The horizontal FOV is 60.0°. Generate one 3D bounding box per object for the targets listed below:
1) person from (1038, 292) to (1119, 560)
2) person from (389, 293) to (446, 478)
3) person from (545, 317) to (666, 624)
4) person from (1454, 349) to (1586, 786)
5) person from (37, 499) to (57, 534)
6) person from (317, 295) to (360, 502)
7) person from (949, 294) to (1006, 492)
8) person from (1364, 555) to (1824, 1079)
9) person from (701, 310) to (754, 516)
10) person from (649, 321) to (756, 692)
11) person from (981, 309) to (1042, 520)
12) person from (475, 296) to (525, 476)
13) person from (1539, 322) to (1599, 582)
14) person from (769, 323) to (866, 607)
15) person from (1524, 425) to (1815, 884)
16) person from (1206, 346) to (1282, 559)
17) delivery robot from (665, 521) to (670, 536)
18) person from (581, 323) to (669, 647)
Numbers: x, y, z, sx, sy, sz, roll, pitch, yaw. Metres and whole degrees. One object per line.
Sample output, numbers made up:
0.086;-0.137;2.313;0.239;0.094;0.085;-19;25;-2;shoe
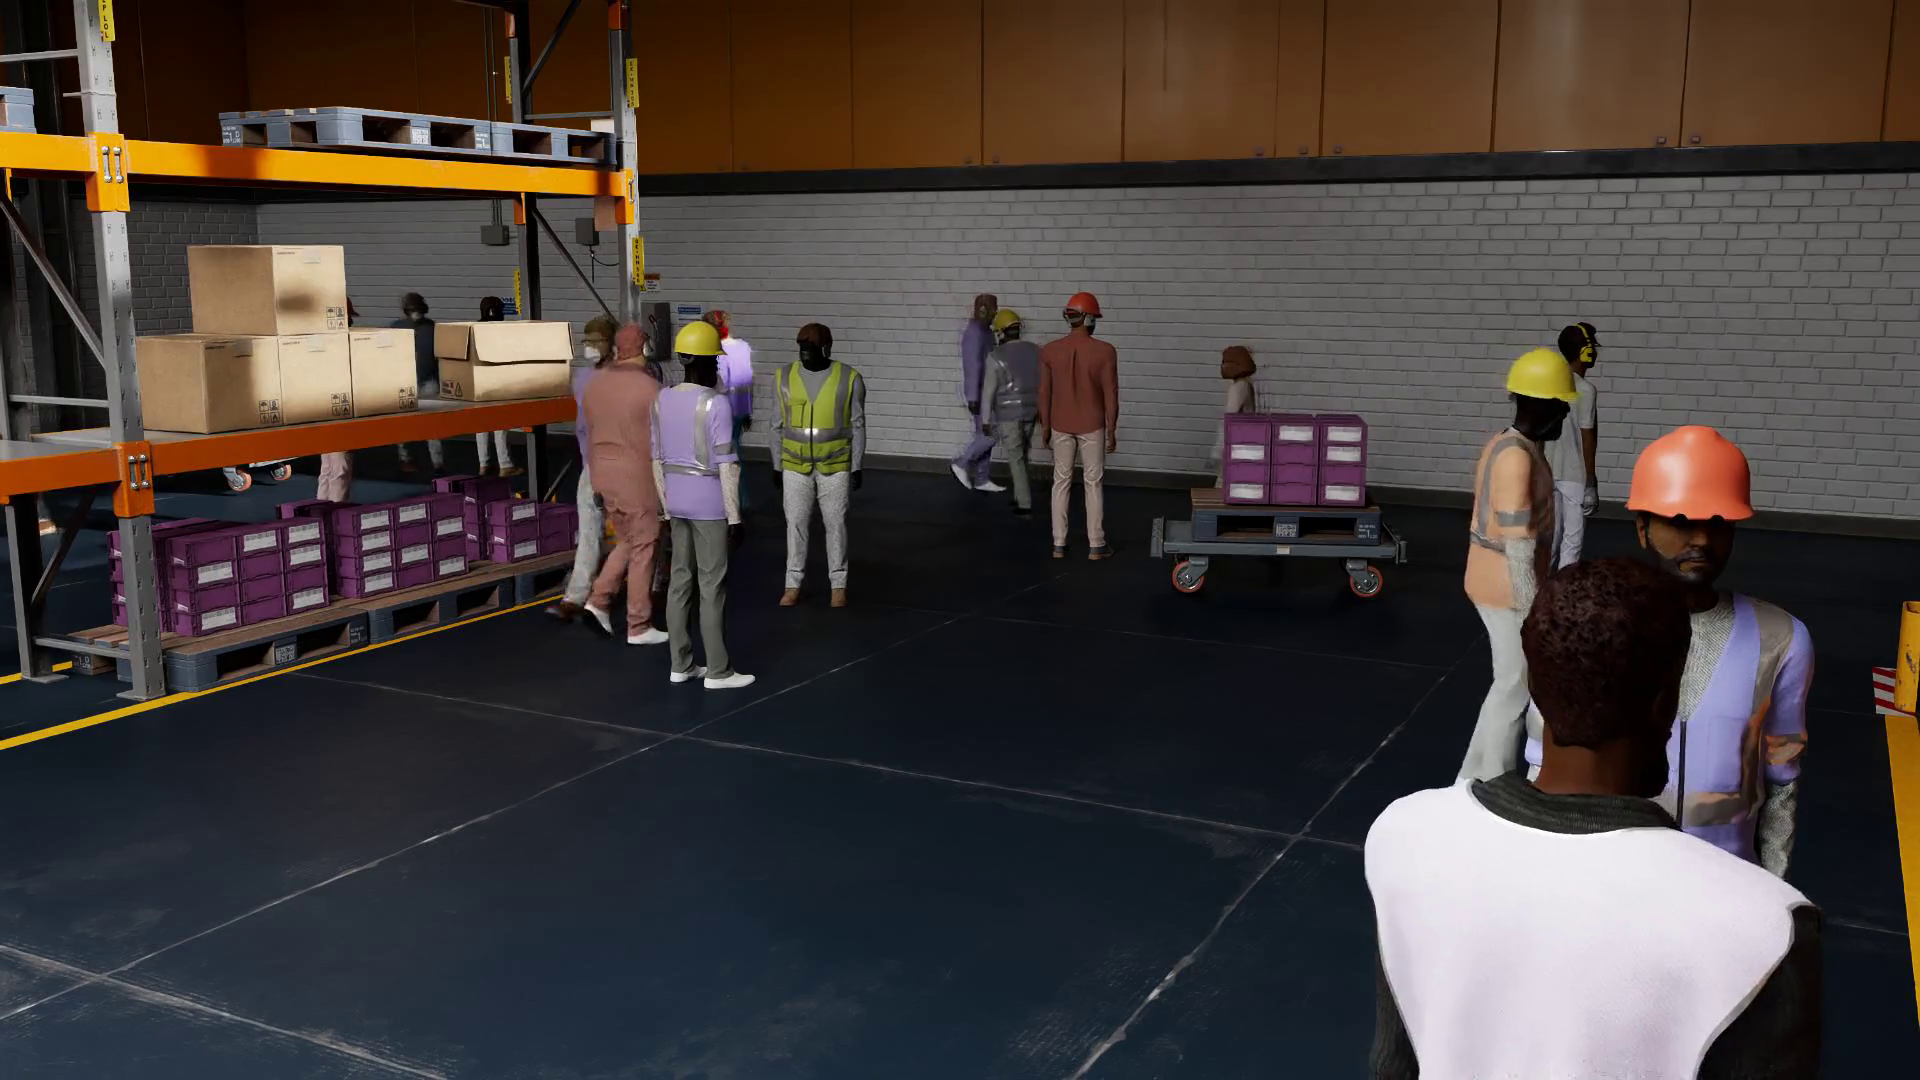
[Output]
0.892;-0.847;12.431;0.612;1.987;0.400;4;11;21;person
-5.547;-1.582;17.024;0.671;1.883;1.042;-6;12;-32;person
-2.172;-0.434;10.336;0.653;1.886;1.013;5;11;26;person
2.212;0.210;6.600;0.434;1.908;0.614;4;10;20;person
-7.697;-0.906;13.232;0.793;1.837;0.617;-8;12;-38;person
-4.685;-0.870;12.543;0.396;1.992;0.622;-7;12;-35;person
0.213;-1.380;15.756;0.454;1.893;0.653;1;10;7;person
0.776;0.969;2.136;0.423;1.910;0.623;-7;12;-36;person
-1.990;-1.040;14.100;0.481;1.801;0.629;6;12;32;person
-1.356;-0.172;8.696;0.587;1.928;0.363;7;12;36;person
0.426;-1.089;14.377;0.605;1.794;0.739;-6;12;-32;person
-4.773;-1.570;17.059;0.619;1.839;0.430;6;12;32;person
3.635;-0.352;9.897;0.328;1.876;0.515;-3;10;-15;person
-0.919;-0.475;10.719;0.624;1.839;0.430;1;10;4;person
1.439;0.730;3.434;0.545;1.942;0.354;2;10;10;person
2.053;-0.648;12.430;0.849;1.586;0.516;3;10;16;person
-2.220;-0.294;13.104;0.477;0.478;0.707;3;10;15;delivery robot
-1.888;-0.308;9.618;0.665;1.882;0.442;8;13;39;person
